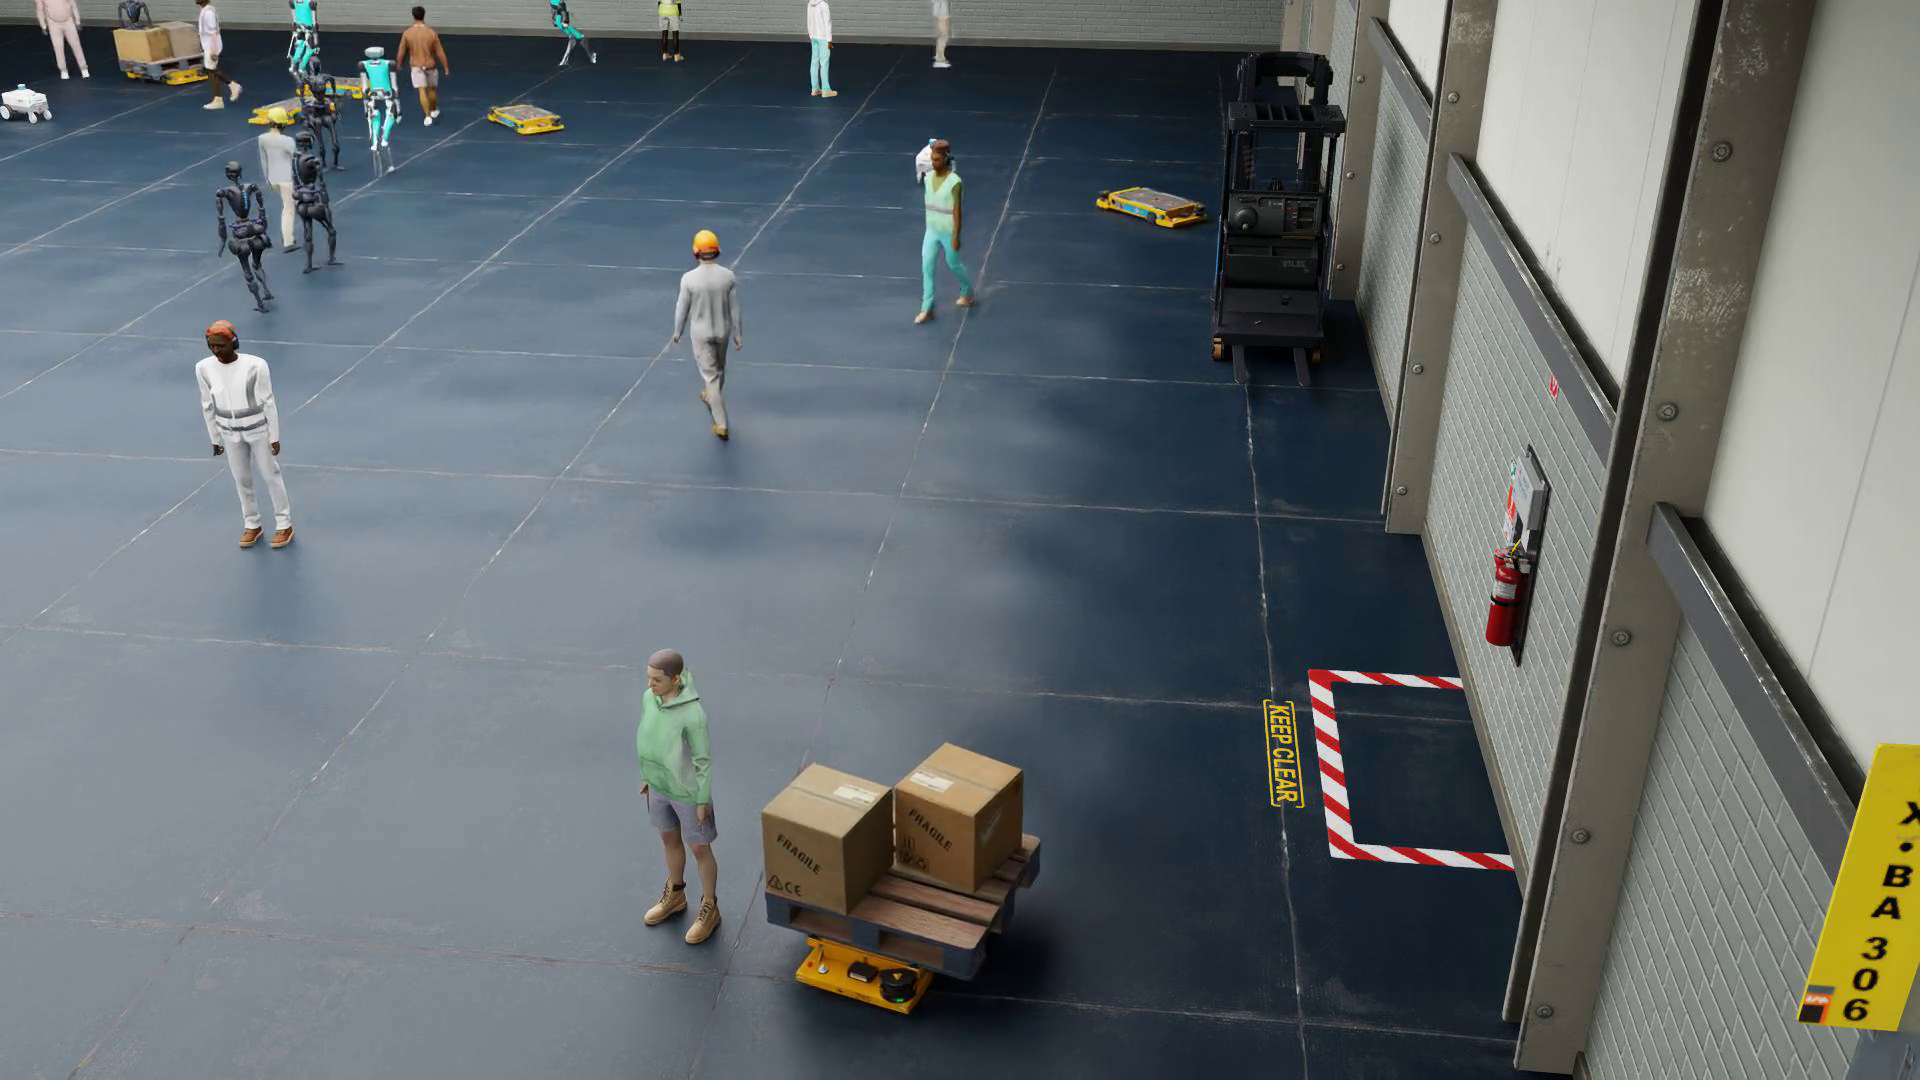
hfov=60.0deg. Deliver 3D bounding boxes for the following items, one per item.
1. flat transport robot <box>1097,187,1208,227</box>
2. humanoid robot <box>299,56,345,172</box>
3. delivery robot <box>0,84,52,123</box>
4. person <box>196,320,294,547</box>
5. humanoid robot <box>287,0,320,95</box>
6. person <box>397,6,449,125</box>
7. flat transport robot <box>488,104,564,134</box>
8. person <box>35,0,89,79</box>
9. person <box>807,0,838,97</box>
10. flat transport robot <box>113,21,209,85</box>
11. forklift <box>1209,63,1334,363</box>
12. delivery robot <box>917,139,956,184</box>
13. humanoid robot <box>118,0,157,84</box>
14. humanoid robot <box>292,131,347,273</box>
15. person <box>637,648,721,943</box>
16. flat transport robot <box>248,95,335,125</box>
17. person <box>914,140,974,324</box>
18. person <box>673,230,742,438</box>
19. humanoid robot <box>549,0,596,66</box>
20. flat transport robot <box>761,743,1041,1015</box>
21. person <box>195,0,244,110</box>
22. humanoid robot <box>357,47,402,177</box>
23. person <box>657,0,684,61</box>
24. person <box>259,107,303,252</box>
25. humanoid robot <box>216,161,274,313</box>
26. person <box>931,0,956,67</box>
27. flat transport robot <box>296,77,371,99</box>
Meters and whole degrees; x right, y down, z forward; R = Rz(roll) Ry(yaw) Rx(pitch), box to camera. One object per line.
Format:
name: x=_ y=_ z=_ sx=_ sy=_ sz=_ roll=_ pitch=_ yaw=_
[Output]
flat transport robot: x=2.528 y=-4.398 z=21.918 sx=0.659 sy=0.231 sz=1.431 roll=-20 pitch=33 yaw=-34
humanoid robot: x=-9.098 y=-6.065 z=23.681 sx=0.589 sy=1.634 sz=0.401 roll=-24 pitch=35 yaw=-39
delivery robot: x=-15.146 y=-7.059 z=26.932 sx=0.803 sy=0.614 sz=0.499 roll=13 pitch=29 yaw=24
person: x=-5.587 y=-0.825 z=12.998 sx=0.565 sy=1.879 sz=0.351 roll=-1 pitch=27 yaw=-1
humanoid robot: x=-11.237 y=-8.451 z=28.303 sx=0.530 sy=1.729 sz=0.731 roll=9 pitch=28 yaw=18
person: x=-8.603 y=-7.600 z=26.605 sx=0.789 sy=1.802 sz=0.962 roll=-8 pitch=28 yaw=-15
flat transport robot: x=-6.943 y=-6.723 z=26.560 sx=0.659 sy=0.231 sz=1.431 roll=-19 pitch=32 yaw=-33
person: x=-16.088 y=-9.234 z=29.762 sx=0.675 sy=1.899 sz=0.412 roll=-14 pitch=30 yaw=-26
person: x=-2.380 y=-8.548 z=28.368 sx=0.498 sy=1.912 sz=0.350 roll=22 pitch=34 yaw=37
flat transport robot: x=-14.245 y=-8.379 z=29.866 sx=1.431 sy=0.231 sz=0.659 roll=16 pitch=31 yaw=28
forklift: x=3.241 y=-3.477 z=17.183 sx=1.129 sy=2.768 sz=1.873 roll=3 pitch=27 yaw=6
delivery robot: x=-0.373 y=-5.362 z=23.522 sx=0.499 sy=0.592 sz=0.791 roll=6 pitch=27 yaw=12
humanoid robot: x=-14.561 y=-8.930 z=29.415 sx=0.616 sy=1.639 sz=0.416 roll=-1 pitch=27 yaw=-3
humanoid robot: x=-7.595 y=-3.985 z=19.531 sx=0.610 sy=1.644 sz=0.550 roll=17 pitch=31 yaw=31
person: x=-1.491 y=1.335 z=8.828 sx=0.470 sy=1.743 sz=0.347 roll=17 pitch=31 yaw=31
flat transport robot: x=-10.848 y=-6.995 z=27.103 sx=0.659 sy=0.231 sz=1.431 roll=9 pitch=28 yaw=17
person: x=-0.158 y=-3.378 z=18.022 sx=0.491 sy=1.943 sz=0.948 roll=17 pitch=31 yaw=30
person: x=-2.307 y=-1.923 z=15.225 sx=0.557 sy=1.846 sz=0.981 roll=-14 pitch=30 yaw=-26
humanoid robot: x=-7.176 y=-9.713 z=30.934 sx=0.889 sy=1.808 sz=0.547 roll=-20 pitch=33 yaw=-34
flat transport robot: x=-0.280 y=2.006 z=9.133 sx=0.659 sy=0.231 sz=1.431 roll=11 pitch=29 yaw=21
person: x=-12.338 y=-8.147 z=27.450 sx=0.573 sy=2.019 sz=0.629 roll=-13 pitch=29 yaw=-24
humanoid robot: x=-8.178 y=-5.939 z=23.480 sx=0.547 sy=1.890 sz=0.744 roll=-2 pitch=27 yaw=-3
person: x=-5.449 y=-9.878 z=31.272 sx=0.528 sy=1.688 sz=0.323 roll=9 pitch=28 yaw=18
person: x=-8.200 y=-4.392 z=20.260 sx=0.526 sy=1.744 sz=0.502 roll=11 pitch=29 yaw=21
humanoid robot: x=-7.822 y=-3.319 z=18.195 sx=0.360 sy=1.650 sz=0.587 roll=19 pitch=32 yaw=33
person: x=-0.296 y=-9.664 z=30.655 sx=0.471 sy=1.863 sz=0.500 roll=0 pitch=27 yaw=-1
flat transport robot: x=-10.655 y=-7.810 z=28.731 sx=1.431 sy=0.231 sz=0.659 roll=8 pitch=28 yaw=15
